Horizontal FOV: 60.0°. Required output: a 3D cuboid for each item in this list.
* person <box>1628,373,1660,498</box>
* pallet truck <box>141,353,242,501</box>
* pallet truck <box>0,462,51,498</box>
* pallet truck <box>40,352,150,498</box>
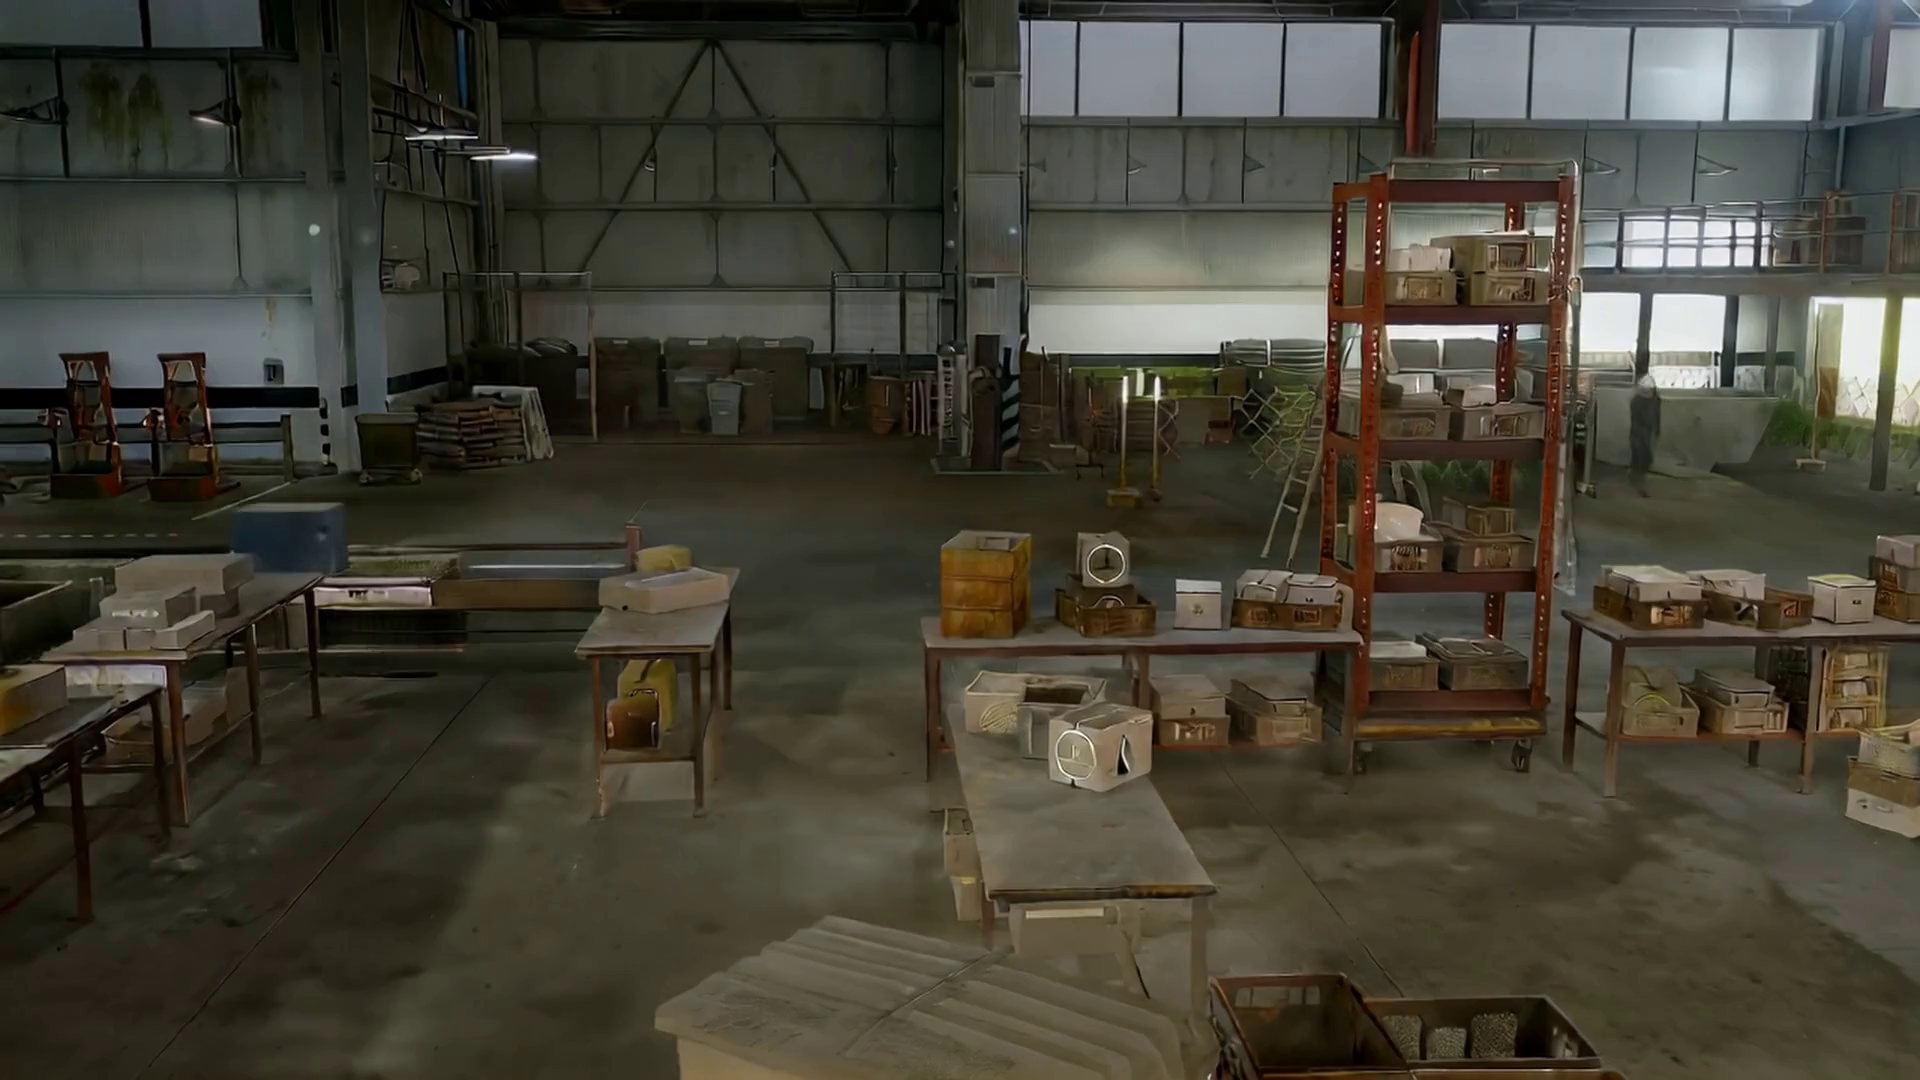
[{"bbox_3d":[9.312,-1.428,22.713,0.503,1.717,0.519,-3,9,-17],"label":"person"},{"bbox_3d":[-10.520,-1.604,22.925,0.823,1.965,1.885,-1,9,-6],"label":"pallet truck"},{"bbox_3d":[-13.193,-1.293,23.148,0.653,1.274,1.630,-1,9,-4],"label":"pallet truck"},{"bbox_3d":[-11.907,-1.642,23.165,0.823,1.965,1.885,0,9,0],"label":"pallet truck"}]
